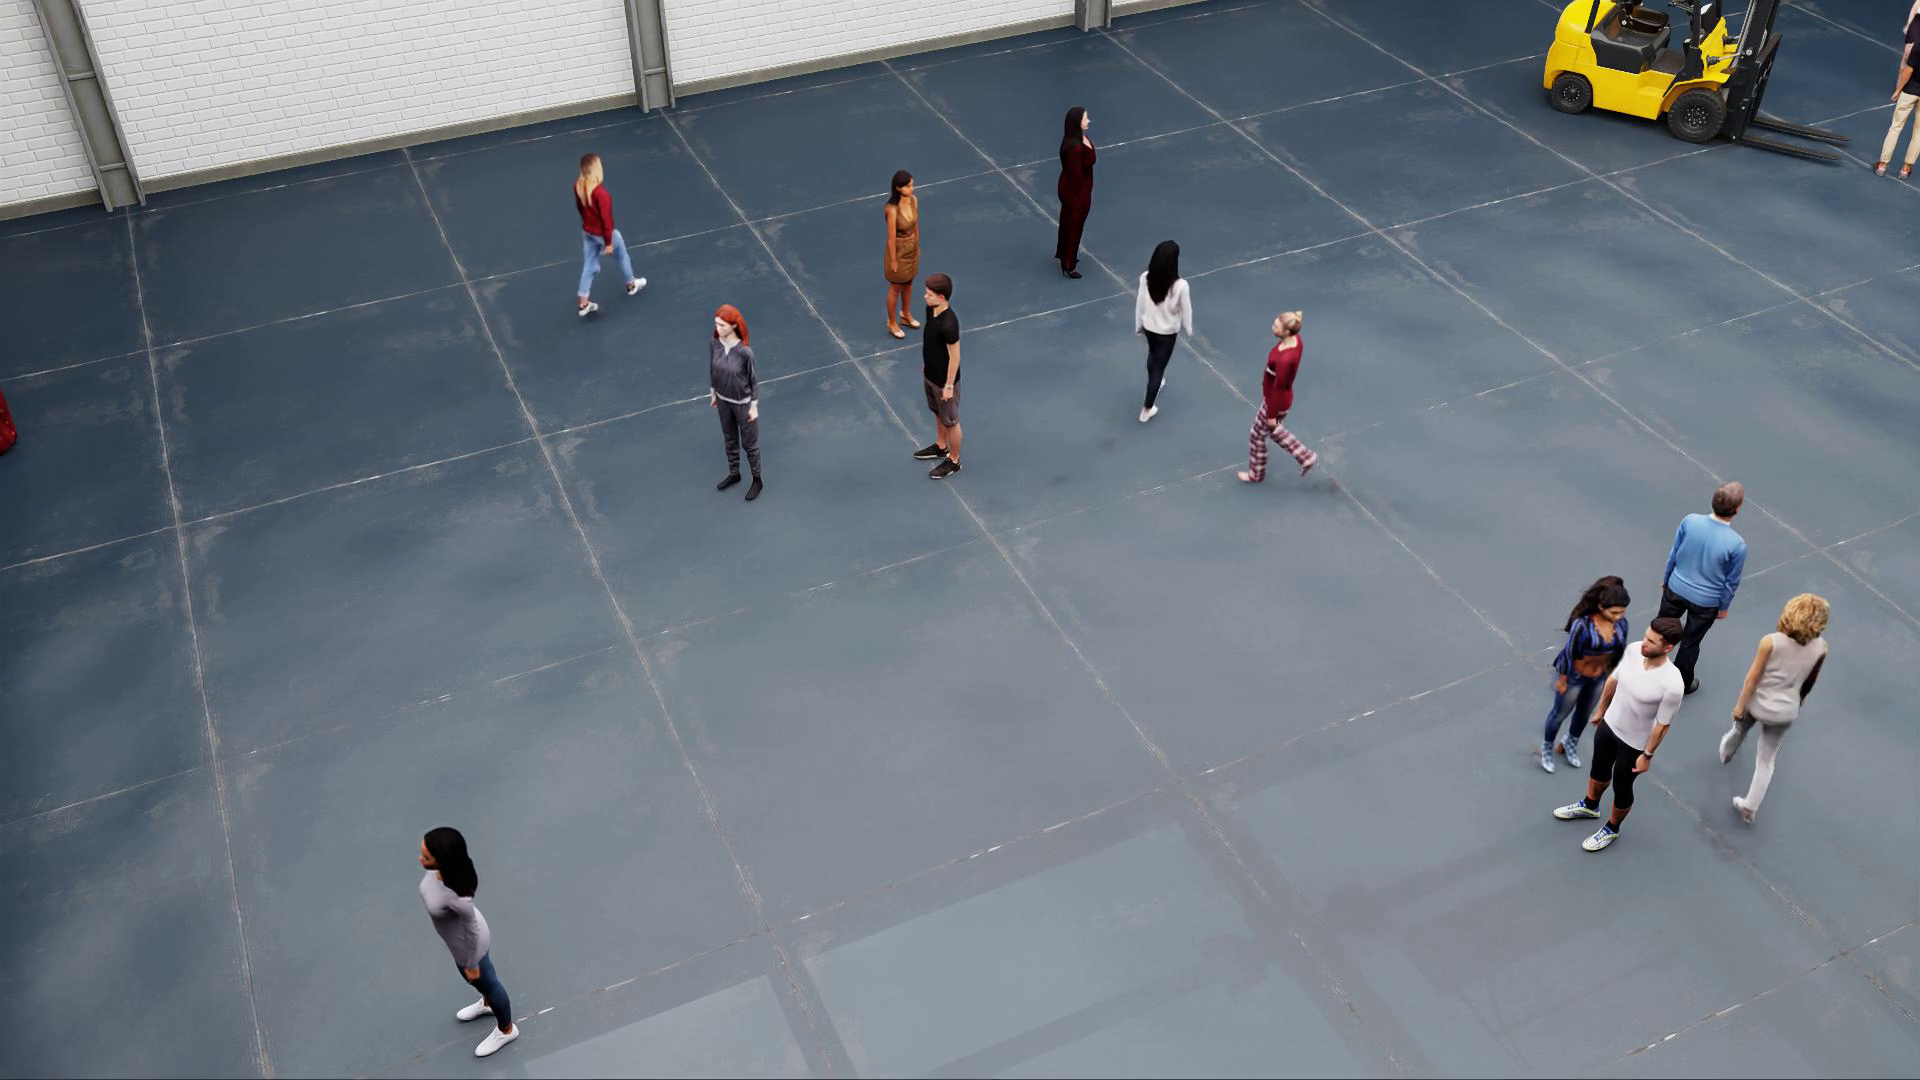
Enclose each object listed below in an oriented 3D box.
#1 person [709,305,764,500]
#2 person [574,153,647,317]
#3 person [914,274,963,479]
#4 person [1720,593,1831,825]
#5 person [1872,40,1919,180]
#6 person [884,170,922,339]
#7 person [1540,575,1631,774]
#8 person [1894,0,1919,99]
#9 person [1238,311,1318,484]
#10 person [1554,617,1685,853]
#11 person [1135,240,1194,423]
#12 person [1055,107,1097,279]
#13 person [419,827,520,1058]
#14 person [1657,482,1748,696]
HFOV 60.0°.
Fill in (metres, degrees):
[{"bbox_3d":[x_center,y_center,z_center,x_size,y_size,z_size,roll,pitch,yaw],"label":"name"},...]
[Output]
[{"bbox_3d":[-1.824,-1.130,13.535,0.655,1.779,0.676,19,42,22],"label":"person"},{"bbox_3d":[-3.498,-2.882,15.880,1.001,1.591,1.171,21,43,24],"label":"person"},{"bbox_3d":[-0.141,-1.379,13.782,0.555,1.861,0.682,-15,41,-18],"label":"person"},{"bbox_3d":[5.288,1.130,10.830,1.058,1.624,1.059,5,39,6],"label":"person"},{"bbox_3d":[10.462,-4.850,18.130,0.703,1.859,0.747,15,41,18],"label":"person"},{"bbox_3d":[-0.544,-2.682,15.553,0.697,1.687,0.600,23,44,26],"label":"person"},{"bbox_3d":[4.165,0.898,11.119,0.568,1.626,0.718,-7,39,-8],"label":"person"},{"bbox_3d":[11.551,-6.137,19.922,0.742,1.634,0.802,13,41,16],"label":"person"},{"bbox_3d":[2.670,-1.144,13.630,0.979,1.683,0.920,12,40,15],"label":"person"},{"bbox_3d":[4.249,1.203,10.556,0.580,1.852,0.690,-13,40,-15],"label":"person"},{"bbox_3d":[1.695,-1.778,14.431,0.871,1.675,0.998,24,44,27],"label":"person"},{"bbox_3d":[1.122,-3.455,16.464,0.736,1.758,0.745,-1,39,-1],"label":"person"},{"bbox_3d":[-2.767,2.231,9.362,0.542,1.735,0.619,-20,43,-23],"label":"person"},{"bbox_3d":[5.154,0.345,11.656,0.676,1.820,0.717,-30,47,-32],"label":"person"}]
